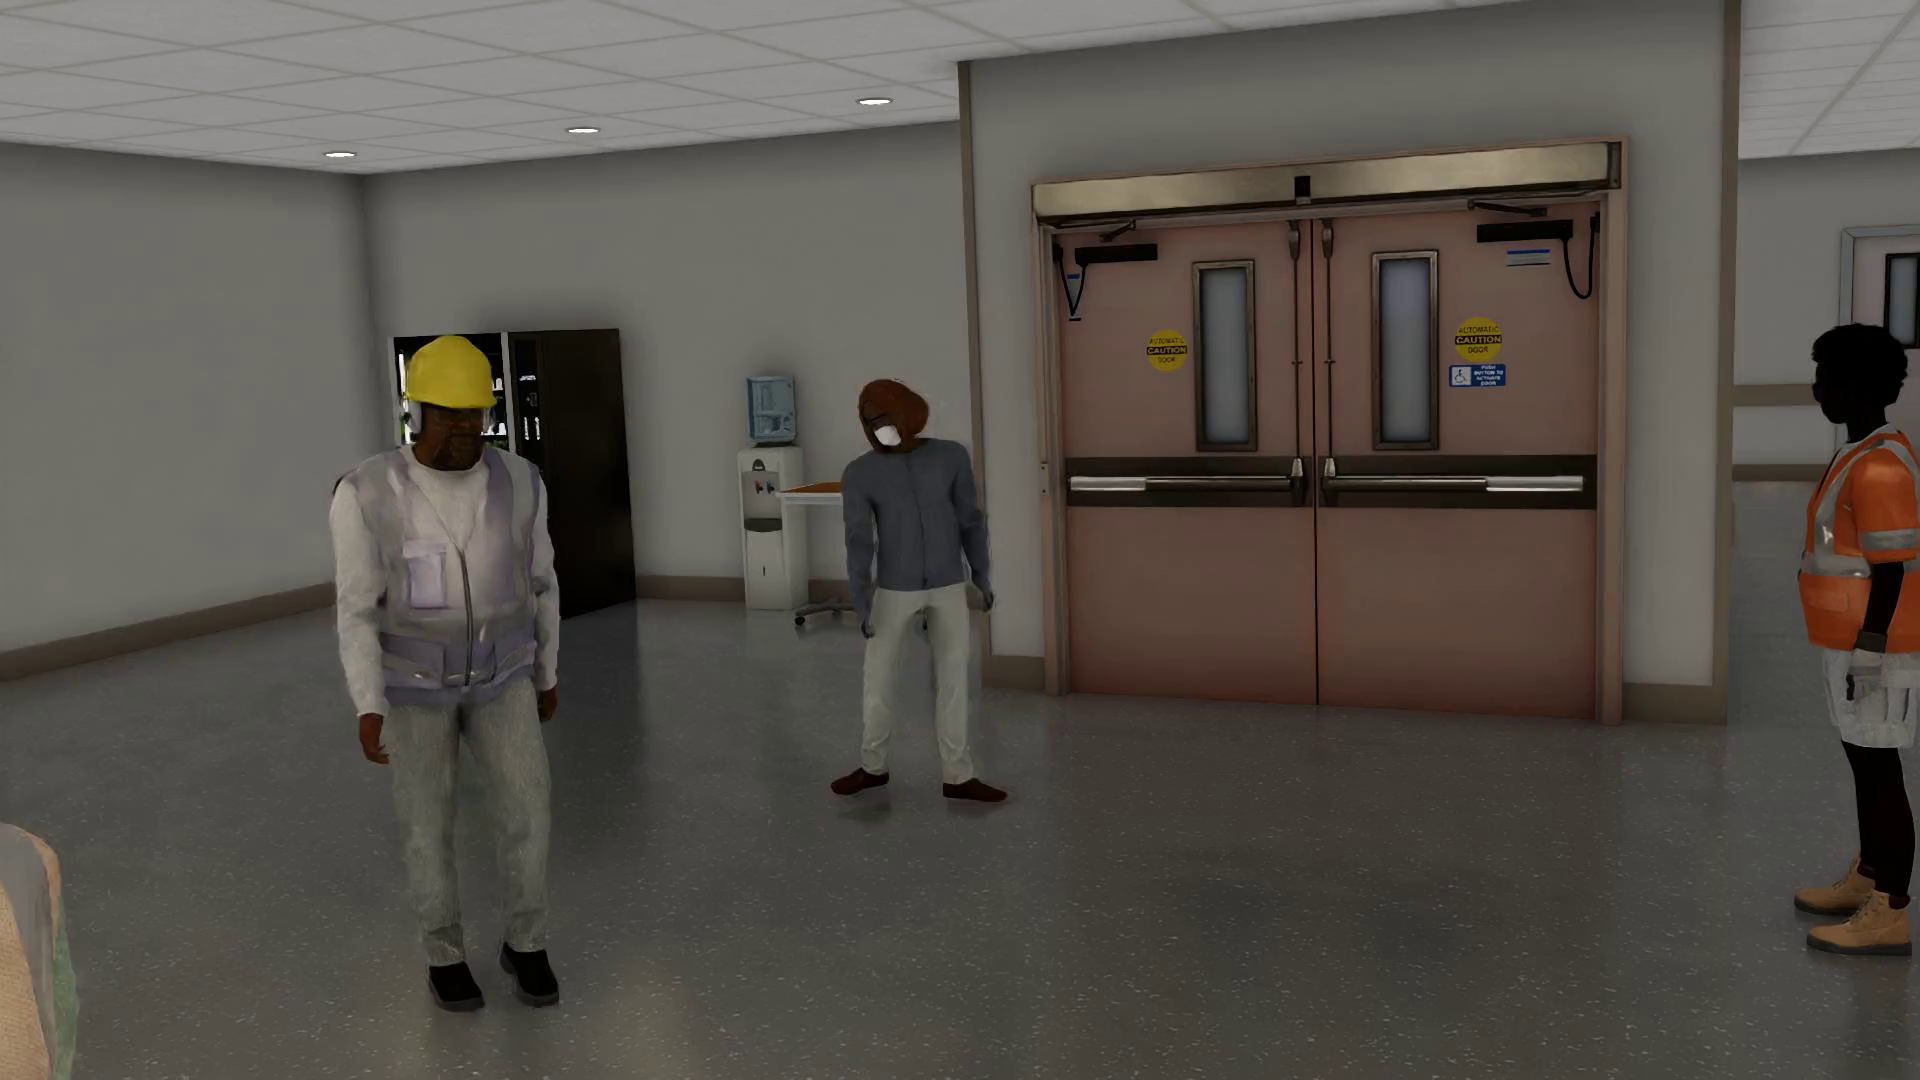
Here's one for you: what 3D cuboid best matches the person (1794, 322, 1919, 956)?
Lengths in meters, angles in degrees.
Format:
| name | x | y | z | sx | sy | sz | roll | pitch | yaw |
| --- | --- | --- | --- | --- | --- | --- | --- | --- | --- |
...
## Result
| name | x | y | z | sx | sy | sz | roll | pitch | yaw |
| --- | --- | --- | --- | --- | --- | --- | --- | --- | --- |
| person | 2.441 | 0.264 | 4.503 | 0.317 | 1.696 | 0.540 | 1 | 8 | 23 |

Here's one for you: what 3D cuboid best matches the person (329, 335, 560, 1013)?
| name | x | y | z | sx | sy | sz | roll | pitch | yaw |
| --- | --- | --- | --- | --- | --- | --- | --- | --- | --- |
| person | -1.317 | 0.372 | 4.395 | 0.609 | 1.808 | 0.548 | -6 | 8 | -29 |

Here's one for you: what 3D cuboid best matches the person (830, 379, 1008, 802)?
| name | x | y | z | sx | sy | sz | roll | pitch | yaw |
| --- | --- | --- | --- | --- | --- | --- | --- | --- | --- |
| person | -0.178 | 0.202 | 6.166 | 0.633 | 1.599 | 0.371 | -4 | 8 | -16 |

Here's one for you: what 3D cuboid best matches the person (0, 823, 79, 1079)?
| name | x | y | z | sx | sy | sz | roll | pitch | yaw |
| --- | --- | --- | --- | --- | --- | --- | --- | --- | --- |
| person | -0.927 | 0.832 | 1.447 | 0.365 | 1.625 | 0.545 | 0 | 8 | 15 |
